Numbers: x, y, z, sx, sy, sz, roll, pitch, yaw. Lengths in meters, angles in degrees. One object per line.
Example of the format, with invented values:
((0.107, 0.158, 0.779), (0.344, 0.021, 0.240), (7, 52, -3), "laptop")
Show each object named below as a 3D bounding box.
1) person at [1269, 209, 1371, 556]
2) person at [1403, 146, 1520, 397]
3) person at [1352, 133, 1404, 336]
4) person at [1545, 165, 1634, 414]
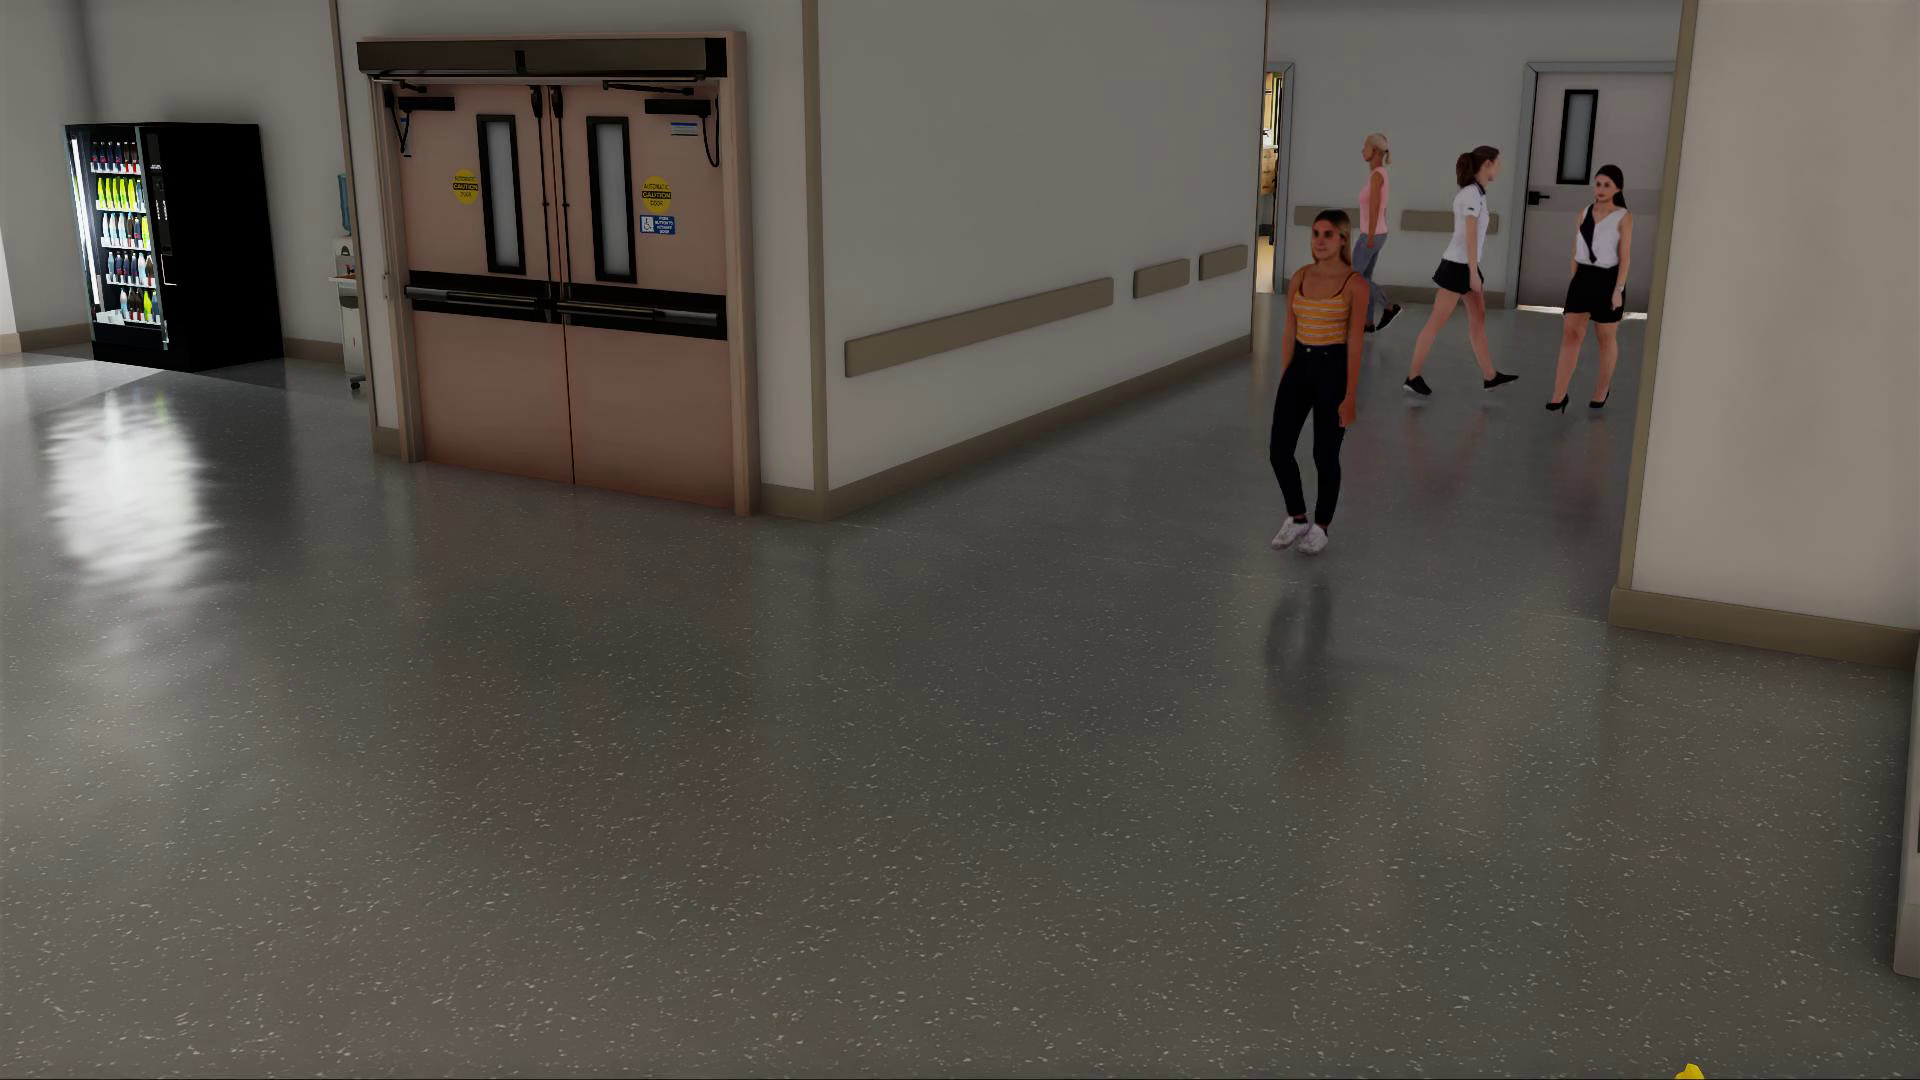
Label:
((1.733, -0.734, 7.821), (0.594, 1.617, 0.717), (13, 20, 38), "person")
((3.421, -1.847, 11.606), (1.052, 1.707, 0.864), (8, 18, 26), "person")
((3.612, -2.599, 14.256), (0.755, 1.716, 0.611), (6, 17, 20), "person")
((4.264, -1.634, 11.023), (0.984, 1.613, 0.790), (15, 21, 42), "person")
